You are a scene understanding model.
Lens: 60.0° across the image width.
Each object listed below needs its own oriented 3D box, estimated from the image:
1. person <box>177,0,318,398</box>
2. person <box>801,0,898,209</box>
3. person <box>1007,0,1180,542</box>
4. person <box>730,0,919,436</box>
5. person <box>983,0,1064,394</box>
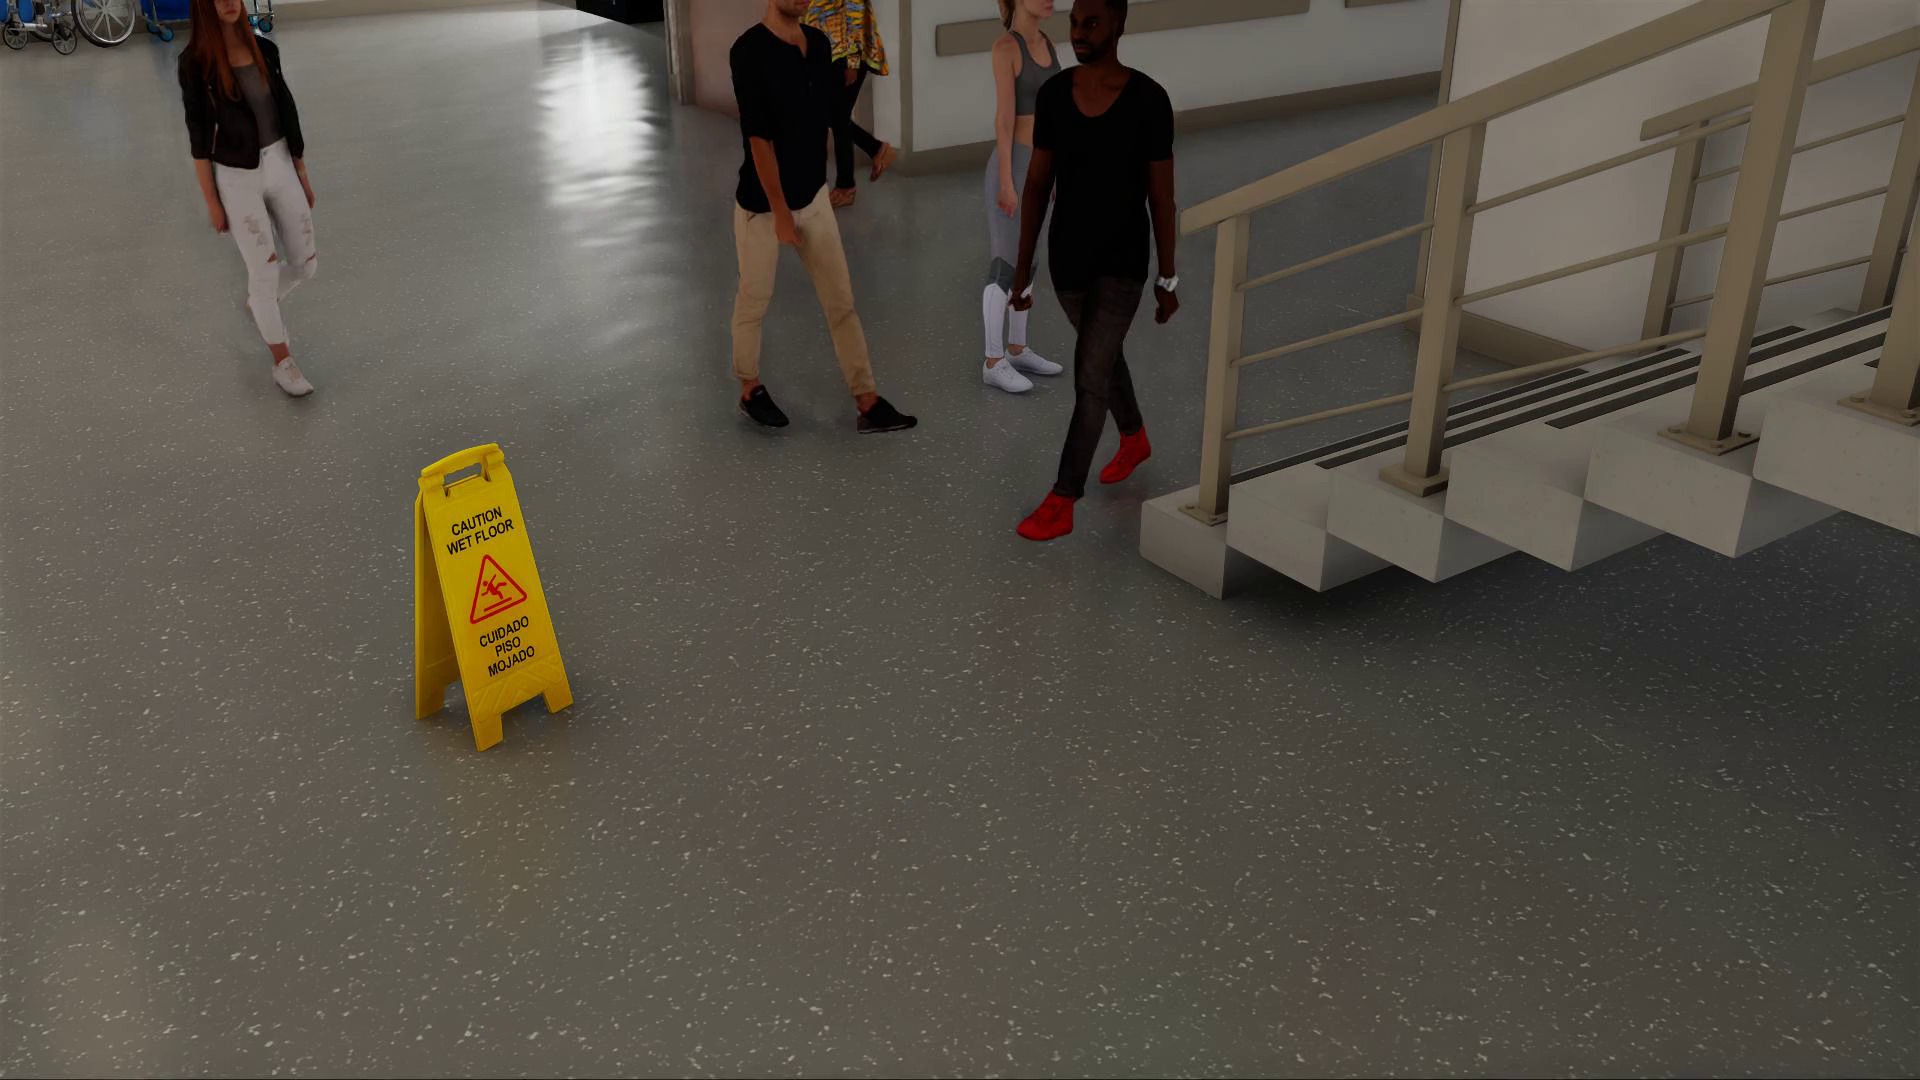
[{"bbox_3d":[-2.884,-1.451,6.740,0.916,1.693,0.735,20,32,36],"label":"person"},{"bbox_3d":[-0.597,-2.713,9.417,0.847,1.641,0.833,-11,28,-21],"label":"person"},{"bbox_3d":[0.508,-0.926,5.587,1.225,1.750,1.003,17,31,31],"label":"person"},{"bbox_3d":[-0.725,-1.263,6.204,0.754,1.820,1.098,-23,34,-39],"label":"person"},{"bbox_3d":[0.244,-1.476,6.778,0.631,1.705,0.625,17,30,31],"label":"person"}]
